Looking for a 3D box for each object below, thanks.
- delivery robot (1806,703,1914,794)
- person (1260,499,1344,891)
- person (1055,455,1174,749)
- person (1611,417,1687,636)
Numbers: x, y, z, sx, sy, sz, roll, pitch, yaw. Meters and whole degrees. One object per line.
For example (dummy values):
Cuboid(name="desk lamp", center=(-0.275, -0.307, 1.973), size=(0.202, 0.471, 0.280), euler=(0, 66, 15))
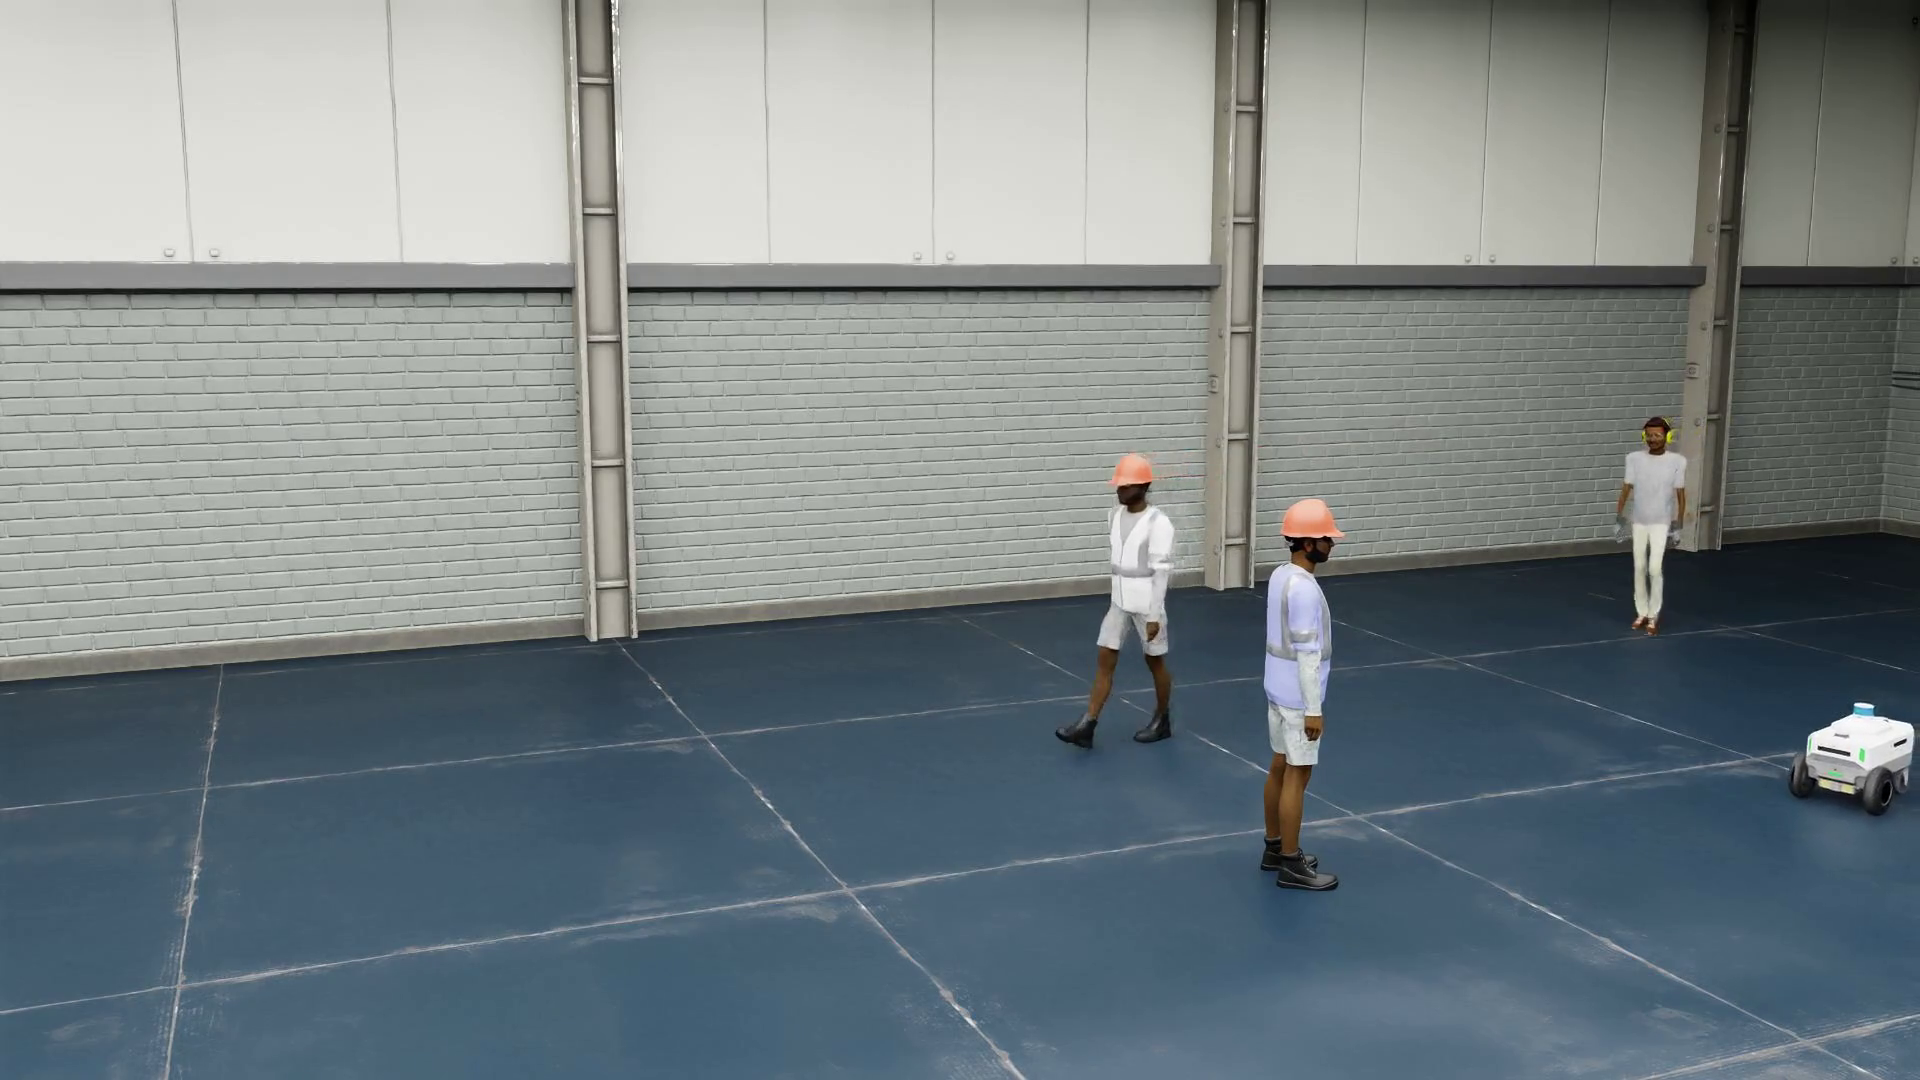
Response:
Cuboid(name="delivery robot", center=(5.210, 1.187, 9.619), size=(0.707, 0.478, 0.477), euler=(-7, 12, -39))
Cuboid(name="person", center=(1.699, 0.759, 8.273), size=(0.360, 1.939, 0.543), euler=(-1, 9, -5))
Cuboid(name="person", center=(1.039, 0.412, 10.562), size=(0.964, 1.894, 0.575), euler=(-8, 12, -39))
Cuboid(name="person", center=(5.819, -0.120, 14.098), size=(0.533, 1.848, 0.677), euler=(7, 11, 36))
